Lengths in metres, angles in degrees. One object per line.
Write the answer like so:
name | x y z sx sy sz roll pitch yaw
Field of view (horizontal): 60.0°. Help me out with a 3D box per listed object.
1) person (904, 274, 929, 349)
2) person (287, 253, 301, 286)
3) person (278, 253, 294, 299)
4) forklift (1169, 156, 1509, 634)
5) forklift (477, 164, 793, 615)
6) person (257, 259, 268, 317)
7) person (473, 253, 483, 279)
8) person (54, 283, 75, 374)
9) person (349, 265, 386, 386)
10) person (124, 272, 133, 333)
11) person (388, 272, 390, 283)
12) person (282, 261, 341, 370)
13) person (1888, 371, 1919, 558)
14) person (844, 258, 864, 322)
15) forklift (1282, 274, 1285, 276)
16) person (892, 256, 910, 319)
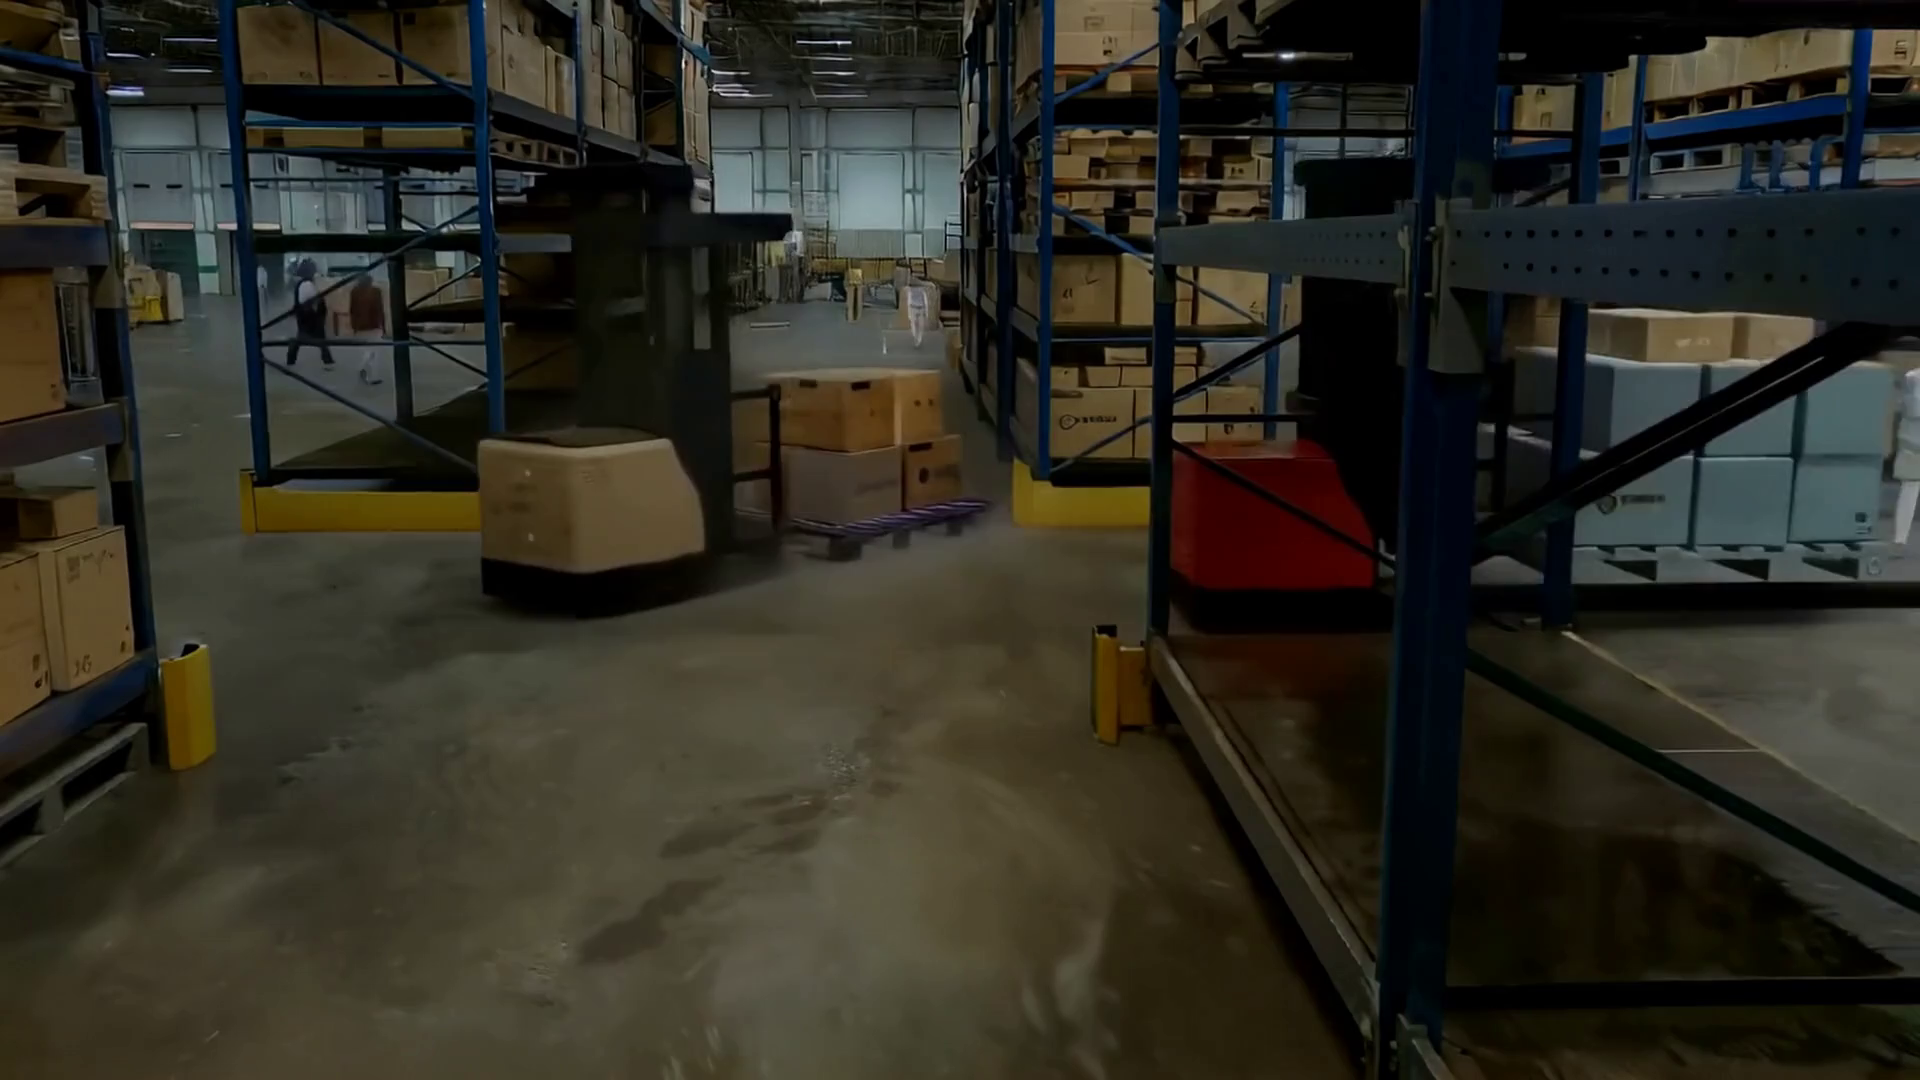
person | -0.975 -4.990 36.394 0.530 1.616 0.614 -3 11 -16
person | -27.107 -10.762 67.771 0.480 1.906 0.631 8 13 37
person | -27.715 -10.926 68.592 0.953 1.965 0.613 -3 11 -17
forklift | 2.281 -0.894 10.100 1.873 2.768 1.129 -1 10 -3
forklift | -2.172 -1.056 11.003 1.129 2.768 1.873 7 13 36
person | -21.814 -7.820 51.600 0.619 1.838 0.430 -2 10 -12
person | -16.737 -9.017 57.979 0.354 1.937 0.635 -10 14 -43
person | -15.858 -3.692 29.203 0.563 1.614 0.533 6 12 32
person | -9.559 -3.439 26.782 0.618 1.976 0.663 4 11 20
person | -21.421 -6.243 42.590 0.391 1.916 0.590 -5 11 -25
person | -18.720 -8.399 55.237 0.535 1.693 0.321 -9 14 -41
person | -11.978 -4.130 30.469 0.996 2.000 0.689 -9 14 -41
person | 7.184 -0.687 12.306 0.581 1.676 0.405 7 12 35
person | -3.087 -7.282 48.502 0.574 1.876 0.355 -4 11 -20
forklift | 12.269 -10.158 61.708 1.129 2.768 1.873 0 10 -2
person | -1.710 -7.305 48.514 0.581 1.919 0.396 6 12 29
